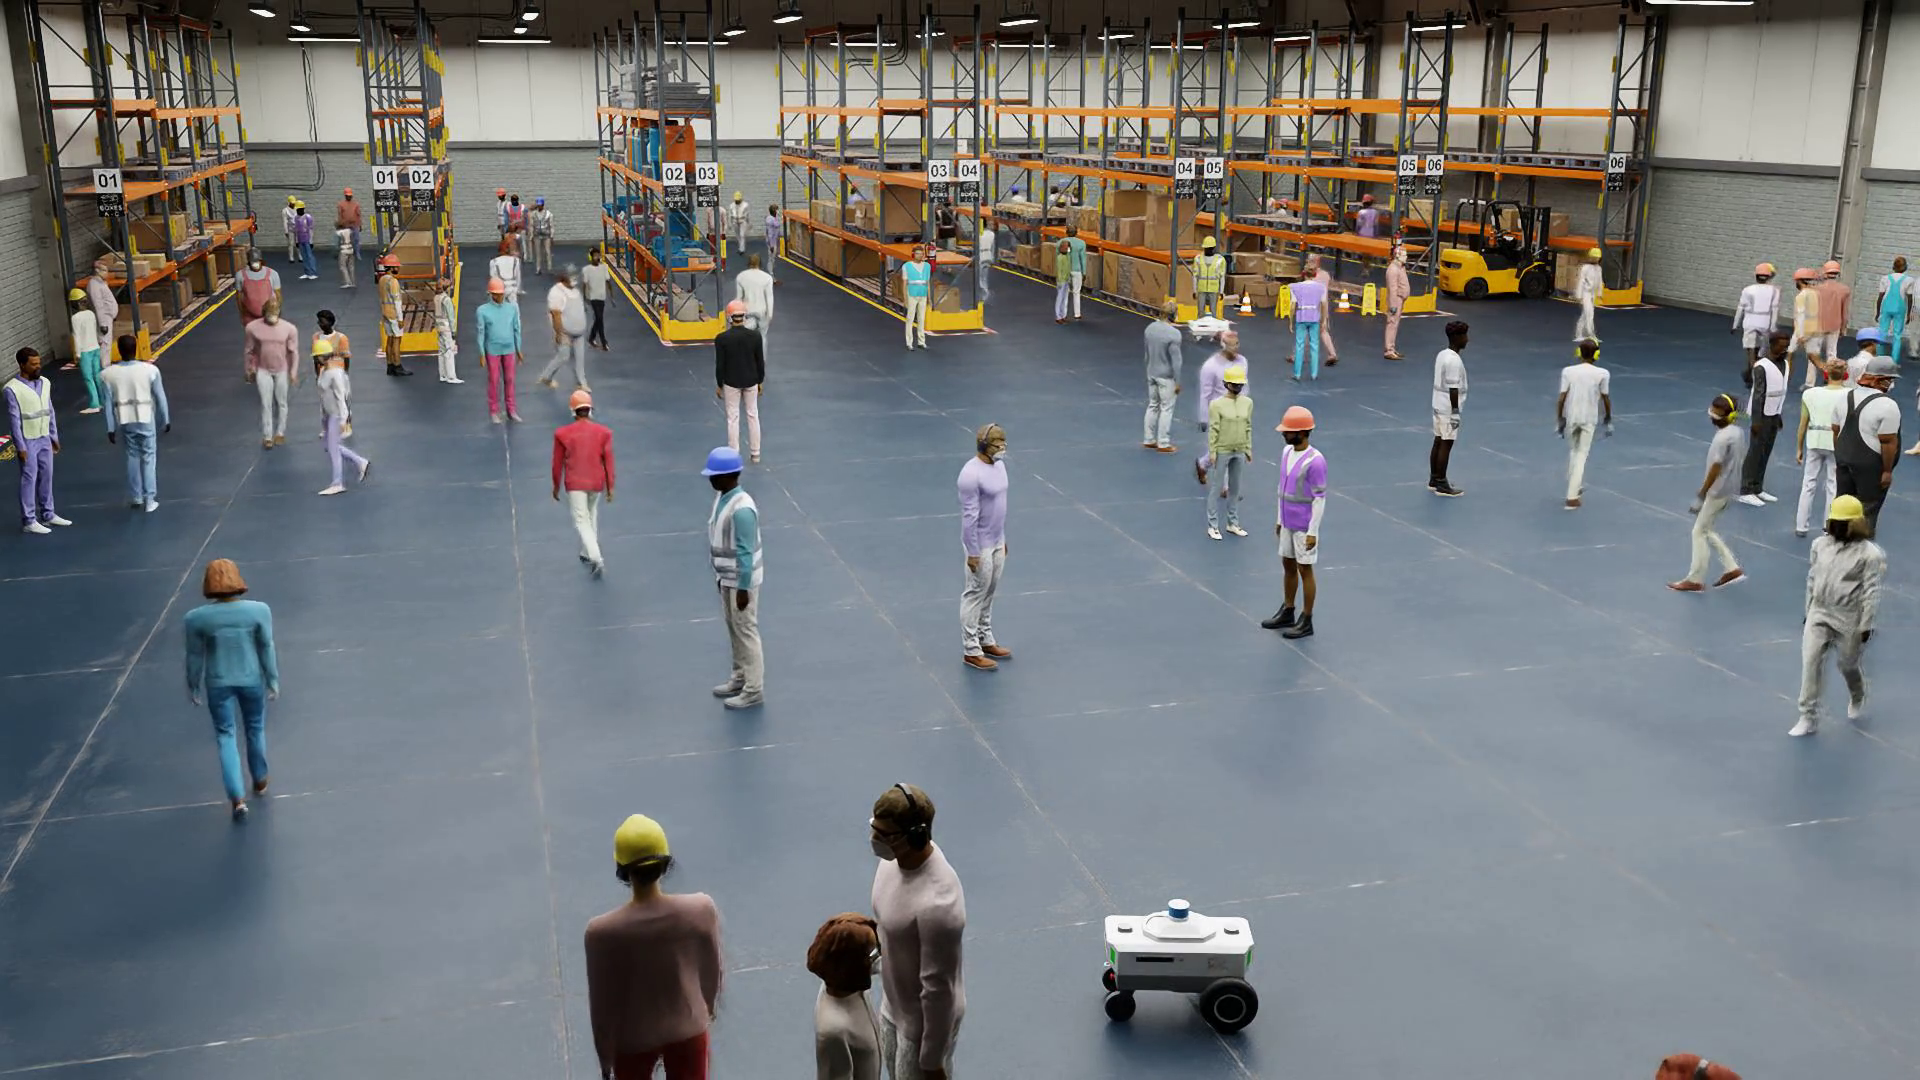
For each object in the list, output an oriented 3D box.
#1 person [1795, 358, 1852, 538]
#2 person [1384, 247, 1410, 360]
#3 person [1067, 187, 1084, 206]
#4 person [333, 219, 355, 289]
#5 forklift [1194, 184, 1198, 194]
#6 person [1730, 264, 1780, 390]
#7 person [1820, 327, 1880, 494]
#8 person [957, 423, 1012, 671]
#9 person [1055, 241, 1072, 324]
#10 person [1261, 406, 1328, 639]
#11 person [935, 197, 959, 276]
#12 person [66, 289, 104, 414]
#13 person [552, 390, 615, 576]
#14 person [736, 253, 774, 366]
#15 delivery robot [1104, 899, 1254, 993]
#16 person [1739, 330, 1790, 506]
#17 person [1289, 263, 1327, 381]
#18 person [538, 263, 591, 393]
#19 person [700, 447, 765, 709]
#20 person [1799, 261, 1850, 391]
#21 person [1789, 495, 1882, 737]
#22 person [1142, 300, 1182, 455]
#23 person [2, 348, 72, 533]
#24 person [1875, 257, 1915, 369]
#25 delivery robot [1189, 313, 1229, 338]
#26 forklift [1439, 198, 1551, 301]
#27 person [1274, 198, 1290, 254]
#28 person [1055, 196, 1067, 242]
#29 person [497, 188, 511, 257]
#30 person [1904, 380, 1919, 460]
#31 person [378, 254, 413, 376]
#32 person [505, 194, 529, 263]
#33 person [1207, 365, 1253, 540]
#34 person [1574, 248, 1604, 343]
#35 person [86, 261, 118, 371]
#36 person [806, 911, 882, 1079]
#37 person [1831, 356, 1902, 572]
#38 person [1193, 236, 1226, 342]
[{"bbox_3d":[8.710,-0.900,16.720,0.560,1.836,0.394,10,18,33],"label":"person"},{"bbox_3d":[7.464,-4.044,28.411,0.409,1.907,0.651,6,16,20],"label":"person"},{"bbox_3d":[3.391,-9.464,49.012,0.523,1.800,0.912,1,15,5],"label":"person"},{"bbox_3d":[-14.408,-6.699,38.980,0.347,1.614,0.614,5,16,18],"label":"person"},{"bbox_3d":[7.392,-11.333,53.972,1.873,2.768,1.129,-4,15,-15],"label":"forklift"},{"bbox_3d":[12.248,-3.309,25.672,0.570,1.884,0.971,1,15,5],"label":"person"},{"bbox_3d":[9.898,-1.381,18.406,0.396,1.906,0.713,4,15,13],"label":"person"},{"bbox_3d":[0.203,0.039,12.999,0.372,1.934,0.627,7,16,24],"label":"person"},{"bbox_3d":[2.058,-5.107,32.934,0.286,1.634,0.500,7,17,26],"label":"person"},{"bbox_3d":[2.767,-0.148,13.696,0.375,1.934,0.547,-6,16,-21],"label":"person"},{"bbox_3d":[-0.329,-7.672,41.915,0.620,2.007,1.046,-2,15,-6],"label":"person"},{"bbox_3d":[-12.381,-2.672,23.539,0.335,1.757,0.519,1,15,4],"label":"person"},{"bbox_3d":[-3.508,-0.545,15.604,0.560,1.723,0.815,-9,18,-32],"label":"person"},{"bbox_3d":[-3.369,-3.748,27.298,0.637,1.912,0.847,2,15,6],"label":"person"},{"bbox_3d":[1.058,1.992,8.108,0.707,0.478,0.477,0,15,2],"label":"delivery robot"},{"bbox_3d":[8.841,-1.350,18.253,0.597,1.916,0.375,-12,19,-39],"label":"person"},{"bbox_3d":[5.467,-3.423,26.190,0.563,1.847,0.390,1,15,2],"label":"person"},{"bbox_3d":[-5.979,-3.215,25.037,0.792,2.000,0.698,8,17,28],"label":"person"},{"bbox_3d":[-1.654,0.268,12.138,0.427,1.939,0.604,-7,16,-24],"label":"person"},{"bbox_3d":[13.136,-3.237,25.250,0.635,1.981,0.435,0,15,0],"label":"person"},{"bbox_3d":[6.163,0.509,11.636,0.732,1.716,0.493,-12,19,-37],"label":"person"},{"bbox_3d":[2.535,-2.028,20.794,0.367,1.926,0.638,-10,18,-32],"label":"person"},{"bbox_3d":[-9.508,-1.027,17.066,0.396,1.910,0.587,2,15,8],"label":"person"},{"bbox_3d":[15.341,-3.726,27.335,0.511,1.842,0.327,11,18,36],"label":"person"},{"bbox_3d":[4.517,-3.875,30.188,0.707,0.478,0.477,0,15,2],"label":"delivery robot"},{"bbox_3d":[11.913,-6.508,37.130,2.313,2.155,1.214,-4,15,-15],"label":"forklift"},{"bbox_3d":[8.698,-8.346,44.903,0.347,1.747,0.578,-2,15,-6],"label":"person"},{"bbox_3d":[2.799,-8.666,46.141,0.483,1.734,0.365,-2,15,-6],"label":"person"},{"bbox_3d":[-12.727,-8.842,46.432,0.549,1.929,0.386,13,19,39],"label":"person"},{"bbox_3d":[11.977,-1.827,20.469,0.320,1.695,0.538,-1,15,-2],"label":"person"},{"bbox_3d":[-9.074,-3.607,26.708,0.373,1.934,0.551,-14,20,-42],"label":"person"},{"bbox_3d":[-11.981,-8.413,44.977,0.625,1.843,0.430,-3,15,-10],"label":"person"},{"bbox_3d":[2.732,-0.889,16.809,0.524,1.769,0.309,-8,17,-26],"label":"person"},{"bbox_3d":[11.520,-4.421,30.181,0.508,1.708,0.794,-9,17,-31],"label":"person"},{"bbox_3d":[-13.389,-3.413,26.051,0.407,1.902,0.639,-6,16,-23],"label":"person"},{"bbox_3d":[-0.389,2.075,5.910,0.285,1.633,0.498,0,15,2],"label":"person"},{"bbox_3d":[8.573,-0.734,15.698,0.536,2.000,0.678,-4,15,-15],"label":"person"},{"bbox_3d":[4.542,-4.581,30.399,0.589,1.924,0.383,5,16,17],"label":"person"}]
